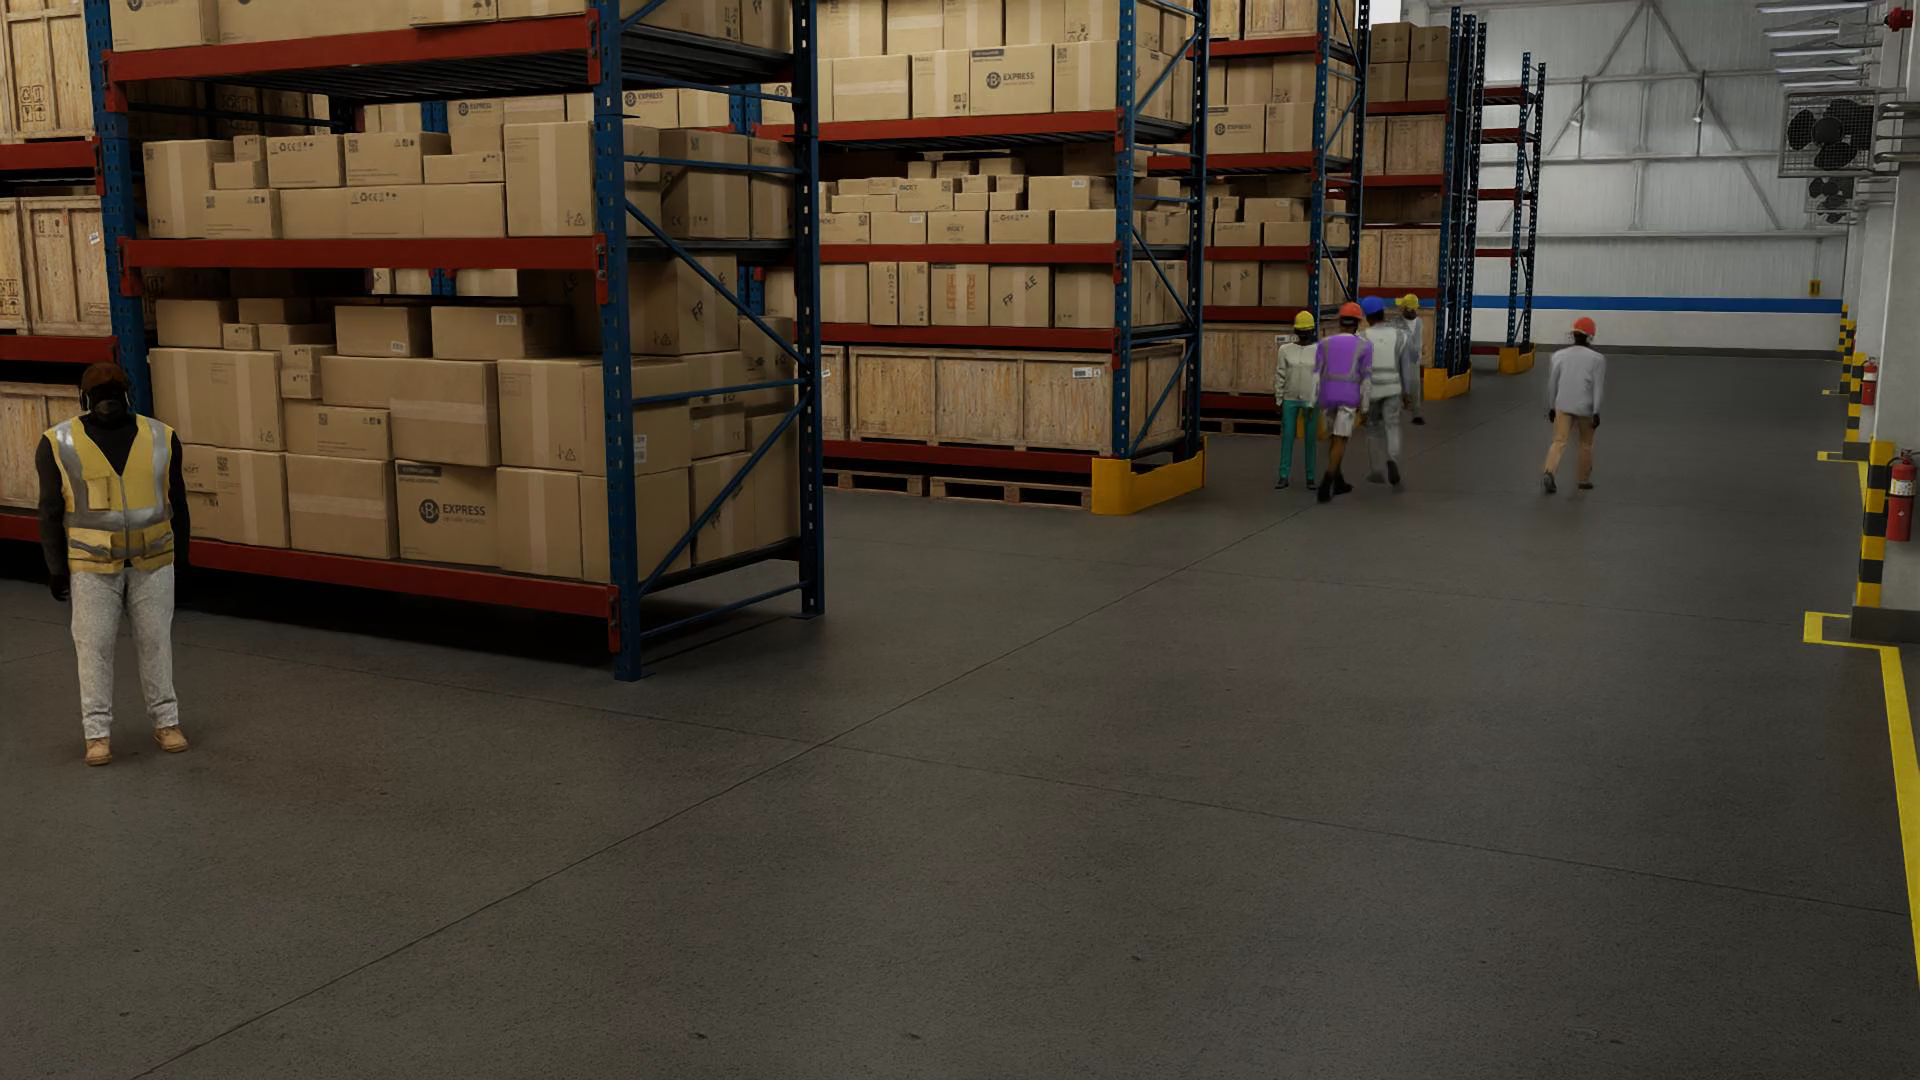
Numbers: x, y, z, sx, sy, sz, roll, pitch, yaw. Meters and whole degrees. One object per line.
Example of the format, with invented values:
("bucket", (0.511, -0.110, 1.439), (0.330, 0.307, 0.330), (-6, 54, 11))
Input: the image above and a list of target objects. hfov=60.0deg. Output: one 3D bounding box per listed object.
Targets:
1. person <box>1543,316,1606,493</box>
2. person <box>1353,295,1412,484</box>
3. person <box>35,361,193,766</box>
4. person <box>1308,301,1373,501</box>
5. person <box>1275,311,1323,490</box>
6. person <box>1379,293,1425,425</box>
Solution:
("person", (5.975, -1.314, 16.198), (0.568, 1.721, 0.809), (9, 13, 43))
("person", (4.214, -1.489, 16.649), (0.626, 1.915, 0.706), (0, 10, 2))
("person", (-3.869, 0.101, 7.665), (0.633, 1.843, 0.429), (-7, 12, -36))
("person", (3.579, -1.321, 15.800), (0.591, 1.891, 0.889), (7, 12, 33))
("person", (3.366, -1.370, 16.414), (0.522, 1.765, 0.317), (3, 10, 15))
("person", (6.065, -2.480, 22.752), (0.602, 1.797, 0.814), (-4, 10, -20))
